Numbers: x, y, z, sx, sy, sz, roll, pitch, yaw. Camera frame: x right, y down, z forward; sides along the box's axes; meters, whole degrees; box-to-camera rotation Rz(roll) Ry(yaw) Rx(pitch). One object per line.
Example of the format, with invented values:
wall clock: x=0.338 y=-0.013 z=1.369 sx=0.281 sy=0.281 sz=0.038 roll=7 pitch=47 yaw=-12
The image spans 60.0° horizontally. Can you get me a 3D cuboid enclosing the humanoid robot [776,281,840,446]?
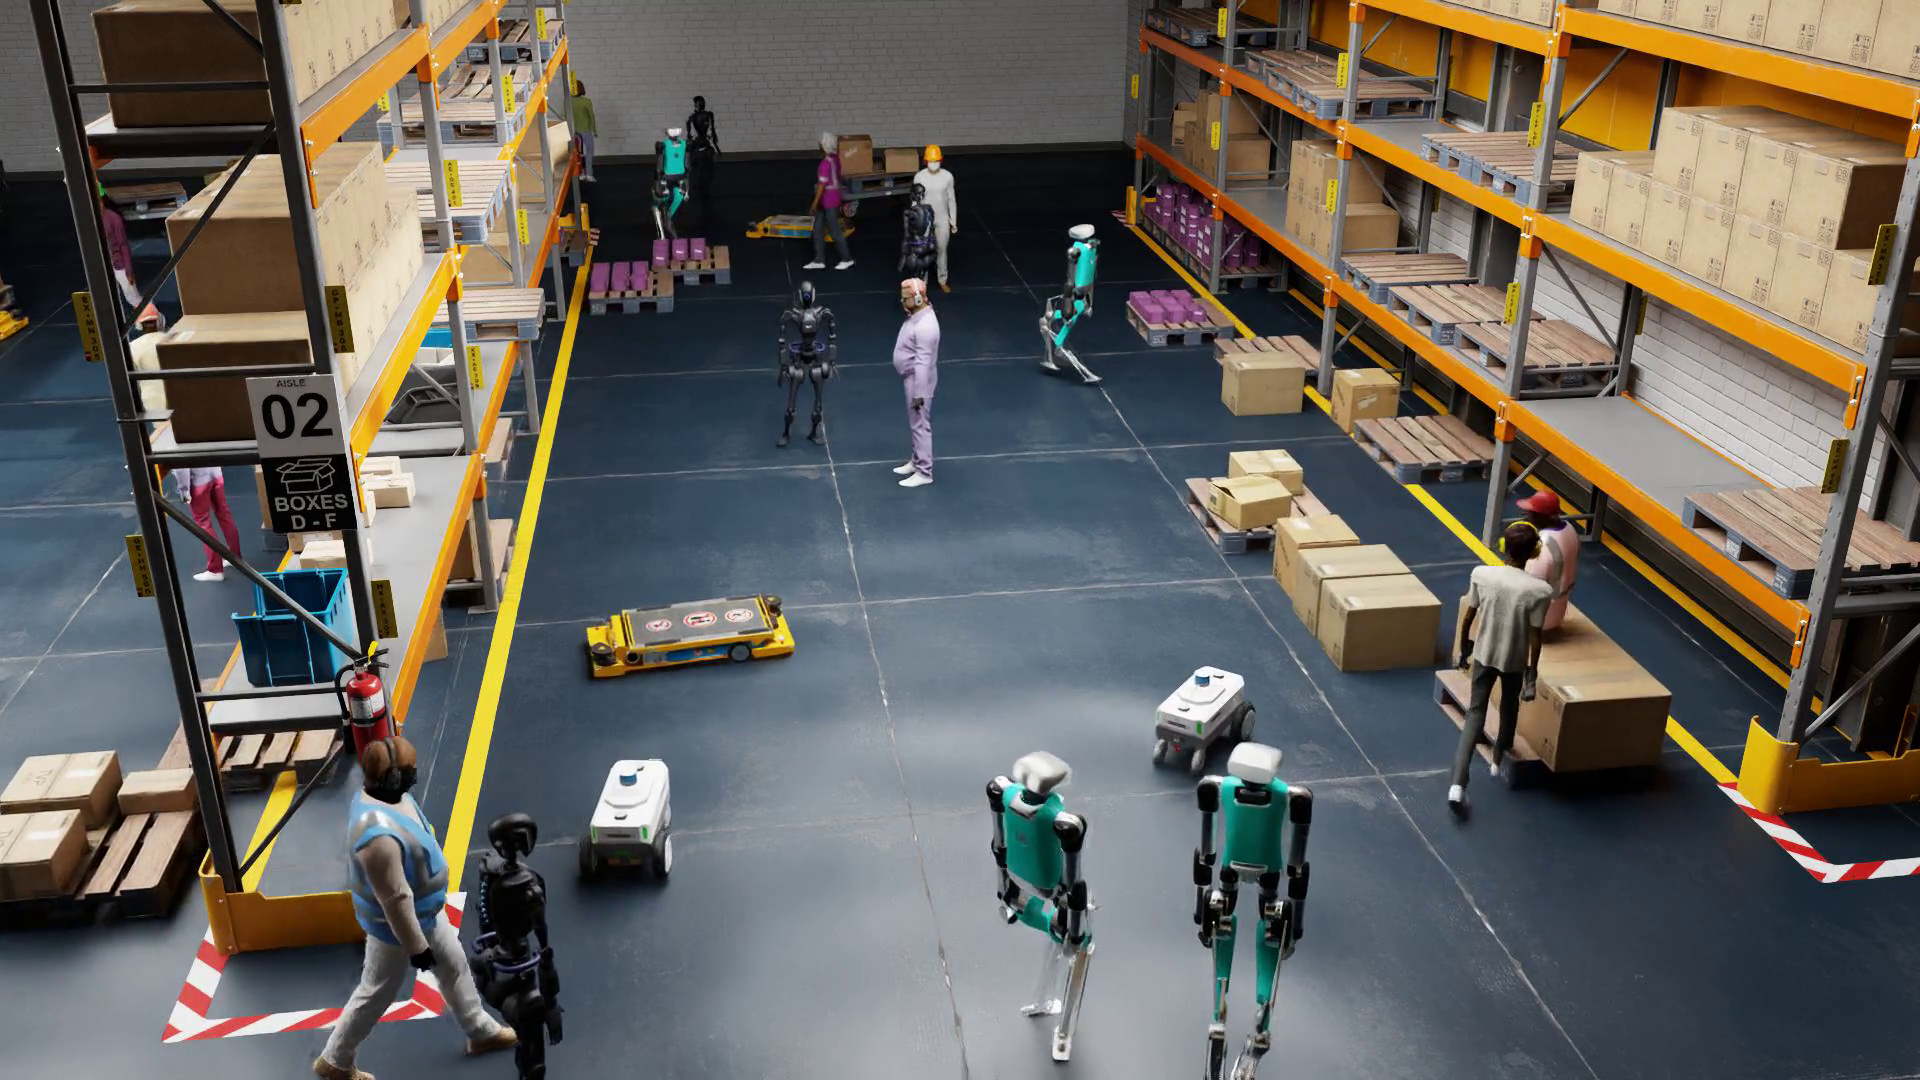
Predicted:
humanoid robot: x=-1.457 y=-1.669 z=15.745 sx=0.624 sy=1.639 sz=0.396 roll=-7 pitch=25 yaw=-15

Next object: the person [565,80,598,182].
person: x=-6.199 y=-6.694 z=27.247 sx=0.506 sy=1.642 sz=0.363 roll=6 pitch=24 yaw=13

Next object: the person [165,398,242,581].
person: x=-5.949 y=-0.460 z=13.040 sx=0.282 sy=1.628 sz=0.500 roll=5 pitch=24 yaw=11

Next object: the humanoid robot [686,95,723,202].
humanoid robot: x=-4.019 y=-6.099 z=25.843 sx=0.619 sy=1.632 sz=0.478 roll=-19 pitch=30 yaw=-37

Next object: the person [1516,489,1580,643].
person: x=3.716 y=0.469 z=10.786 sx=0.419 sy=1.743 sz=0.624 roll=18 pitch=29 yaw=35

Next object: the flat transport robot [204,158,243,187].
flat transport robot: x=-10.500 y=-4.978 z=25.018 sx=1.431 sy=0.231 sz=0.659 roll=11 pitch=26 yaw=24

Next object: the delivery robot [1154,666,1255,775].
delivery robot: x=1.570 y=1.121 z=10.791 sx=0.499 sy=0.613 sz=0.802 roll=15 pitch=28 yaw=30

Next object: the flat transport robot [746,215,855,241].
flat transport robot: x=-2.286 y=-4.468 z=23.858 sx=1.431 sy=0.231 sz=0.659 roll=4 pitch=24 yaw=10

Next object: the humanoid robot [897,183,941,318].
humanoid robot: x=-0.426 y=-3.394 z=19.673 sx=0.636 sy=1.635 sz=0.612 roll=18 pitch=29 yaw=35

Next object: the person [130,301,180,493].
person: x=-7.137 y=-1.292 z=14.818 sx=0.872 sy=1.706 sz=0.585 roll=22 pitch=32 yaw=40

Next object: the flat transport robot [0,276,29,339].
flat transport robot: x=-11.732 y=-2.491 z=19.353 sx=1.431 sy=0.231 sz=0.659 roll=-2 pitch=24 yaw=-4

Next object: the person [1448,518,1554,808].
person: x=3.242 y=0.738 z=10.063 sx=0.542 sy=1.827 sz=0.921 roll=14 pitch=27 yaw=29

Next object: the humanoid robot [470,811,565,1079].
humanoid robot: x=-2.001 y=1.969 z=7.448 sx=0.614 sy=1.639 sz=0.407 roll=22 pitch=32 yaw=40

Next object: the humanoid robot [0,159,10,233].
humanoid robot: x=-13.880 y=-5.112 z=23.637 sx=0.588 sy=1.625 sz=0.785 roll=-14 pitch=27 yaw=-29

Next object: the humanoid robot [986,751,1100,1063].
humanoid robot: x=0.502 y=1.704 z=7.969 sx=0.620 sy=1.776 sz=0.800 roll=21 pitch=31 yaw=39

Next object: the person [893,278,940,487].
person: x=-0.392 y=-1.411 z=14.874 sx=0.412 sy=1.896 sz=0.644 roll=-2 pitch=24 yaw=-5

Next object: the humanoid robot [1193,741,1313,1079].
humanoid robot: x=1.284 y=1.907 z=7.649 sx=0.551 sy=1.899 sz=0.748 roll=7 pitch=25 yaw=16

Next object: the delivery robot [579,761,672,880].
delivery robot: x=-1.911 y=1.618 z=9.660 sx=0.499 sy=0.614 sz=0.808 roll=0 pitch=24 yaw=0

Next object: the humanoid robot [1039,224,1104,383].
humanoid robot: x=1.090 y=-2.487 z=17.554 sx=1.034 sy=1.751 sz=0.552 roll=16 pitch=28 yaw=32

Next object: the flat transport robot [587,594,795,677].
flat transport robot: x=-1.967 y=0.691 z=12.103 sx=1.431 sy=0.231 sz=0.659 roll=-6 pitch=25 yaw=-14

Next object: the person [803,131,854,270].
person: x=-1.734 y=-4.455 z=21.910 sx=0.685 sy=1.801 sz=0.504 roll=-2 pitch=24 yaw=-4

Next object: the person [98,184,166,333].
person: x=-9.471 y=-3.108 z=18.706 sx=0.503 sy=1.922 sz=0.857 roll=5 pitch=24 yaw=11

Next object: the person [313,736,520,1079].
person: x=-2.659 y=1.753 z=7.807 sx=0.967 sy=1.790 sz=0.643 roll=-4 pitch=24 yaw=-8

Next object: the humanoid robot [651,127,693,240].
humanoid robot: x=-3.990 y=-4.821 z=22.832 sx=0.576 sy=1.734 sz=0.972 roll=-14 pitch=27 yaw=-29

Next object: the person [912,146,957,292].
person: x=-0.321 y=-3.989 z=20.782 sx=0.565 sy=1.877 sz=0.504 roll=-3 pitch=24 yaw=-6
